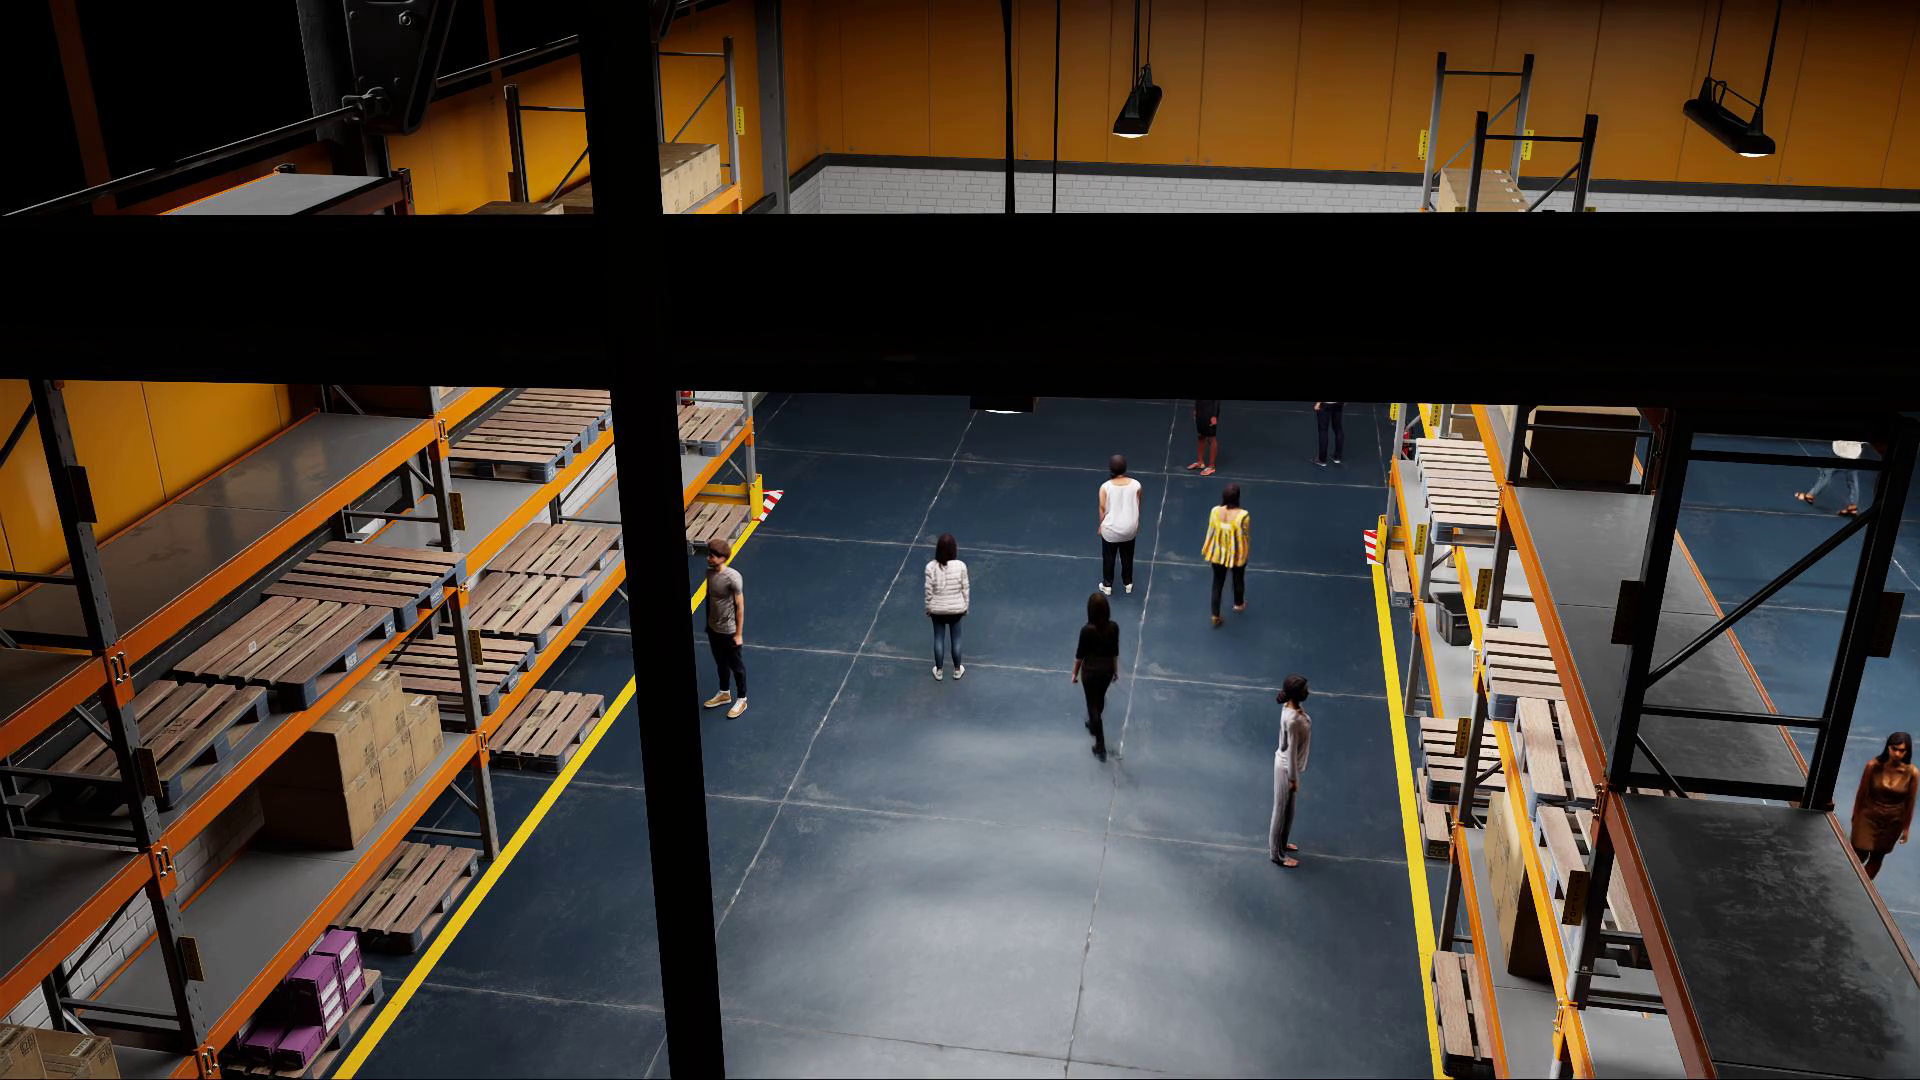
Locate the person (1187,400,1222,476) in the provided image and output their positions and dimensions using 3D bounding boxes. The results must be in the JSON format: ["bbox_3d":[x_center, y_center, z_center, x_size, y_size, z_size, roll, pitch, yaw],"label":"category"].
[{"bbox_3d":[3.393,-1.742,22.773,0.744,1.720,0.661,-13,27,-27],"label":"person"}]

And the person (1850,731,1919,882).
[{"bbox_3d":[7.546,2.273,13.641,0.607,1.678,0.643,9,25,19],"label":"person"}]

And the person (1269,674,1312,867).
[{"bbox_3d":[2.818,1.949,14.261,0.647,1.774,0.464,5,24,10],"label":"person"}]

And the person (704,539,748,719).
[{"bbox_3d":[-2.346,0.854,16.617,0.736,1.894,0.725,18,30,36],"label":"person"}]

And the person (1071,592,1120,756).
[{"bbox_3d":[1.335,1.301,15.937,0.865,1.619,1.023,-8,25,-17],"label":"person"}]

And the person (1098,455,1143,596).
[{"bbox_3d":[1.828,-0.184,19.247,0.733,1.690,0.722,-4,24,-9],"label":"person"}]

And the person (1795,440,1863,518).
[{"bbox_3d":[11.471,-1.079,21.342,1.020,1.652,1.075,-16,28,-32],"label":"person"}]

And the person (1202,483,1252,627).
[{"bbox_3d":[2.944,0.200,18.442,0.866,1.630,0.995,13,27,27],"label":"person"}]

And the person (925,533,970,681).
[{"bbox_3d":[-0.137,0.690,17.312,0.657,1.638,0.609,0,24,-1],"label":"person"}]
